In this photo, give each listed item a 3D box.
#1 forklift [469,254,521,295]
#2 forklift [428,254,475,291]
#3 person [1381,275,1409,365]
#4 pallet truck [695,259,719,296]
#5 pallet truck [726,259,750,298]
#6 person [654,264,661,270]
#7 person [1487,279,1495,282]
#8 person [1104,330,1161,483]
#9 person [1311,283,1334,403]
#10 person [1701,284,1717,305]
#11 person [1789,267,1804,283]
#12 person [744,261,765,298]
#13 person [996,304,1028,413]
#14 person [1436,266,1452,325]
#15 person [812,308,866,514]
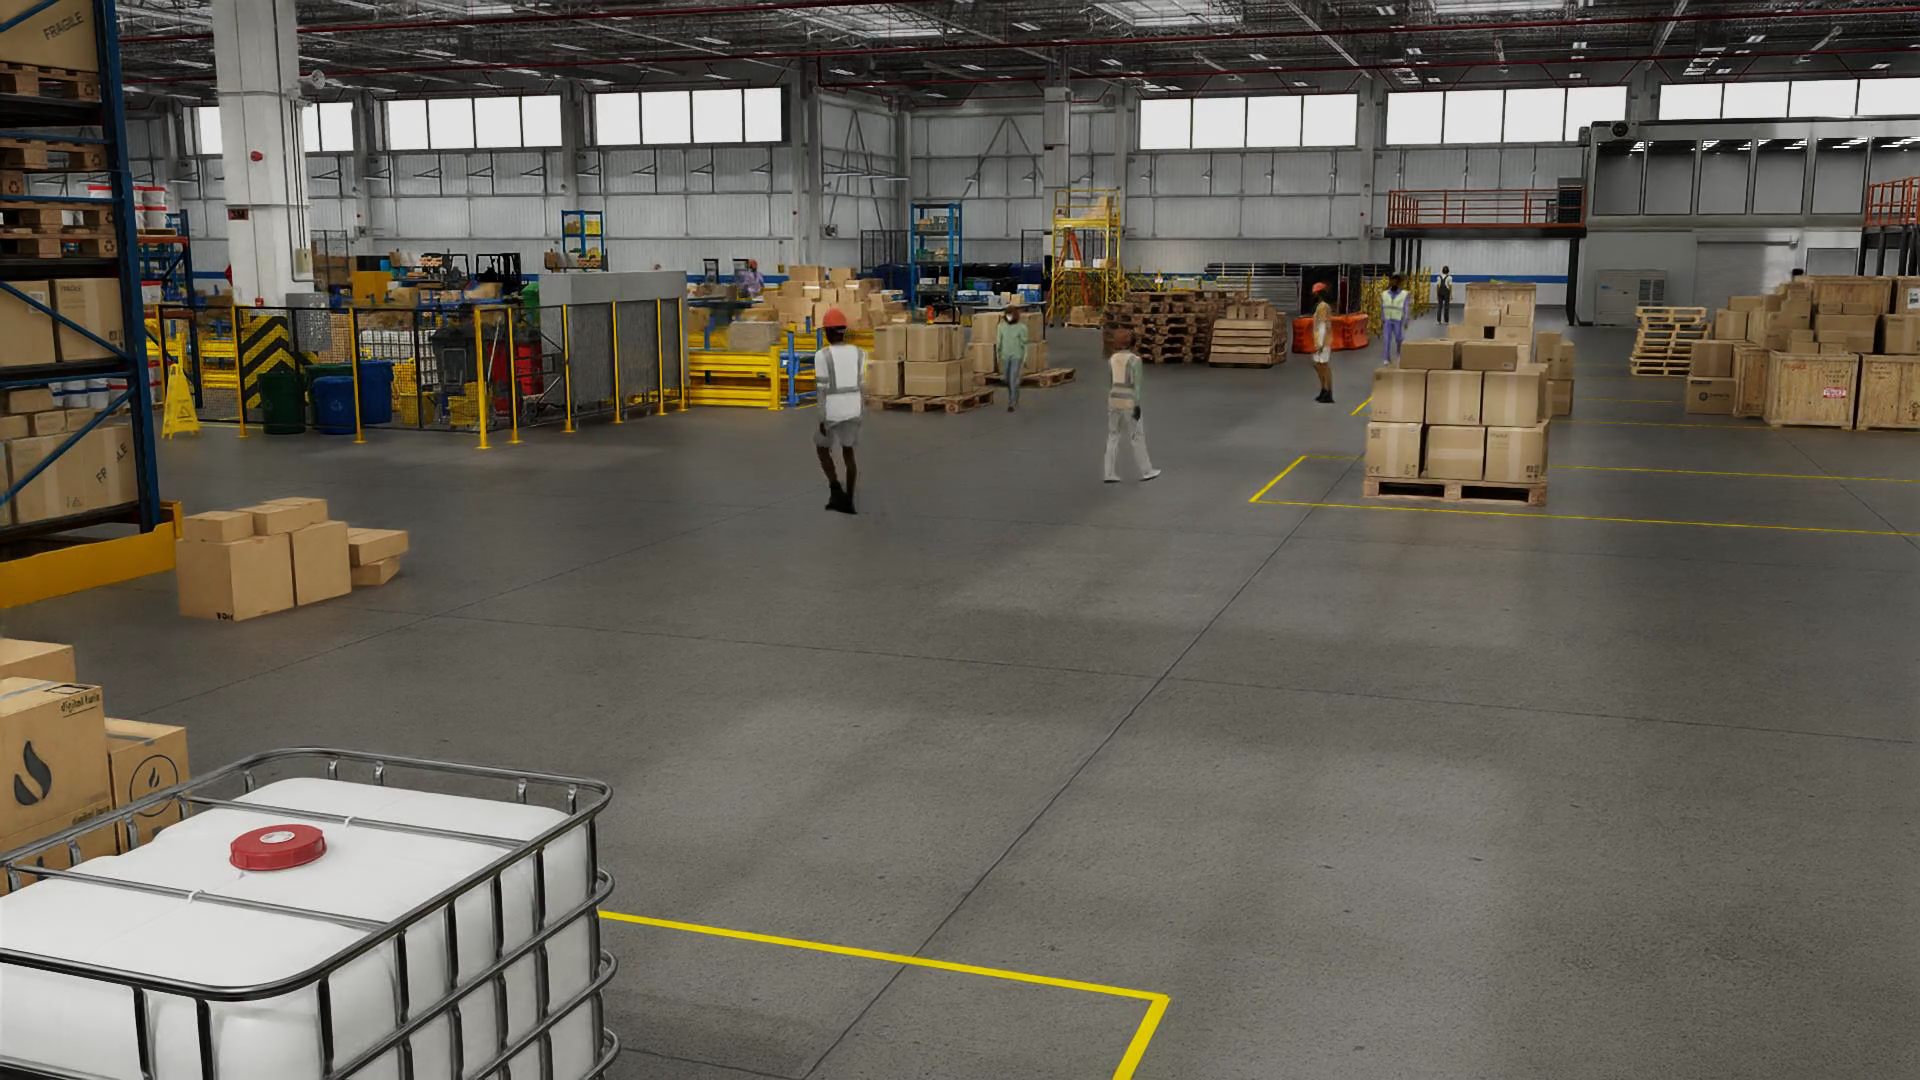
[{"bbox_3d":[-17.990,-10.121,64.684,1.157,1.987,2.680,3,11,17],"label":"forklift"},{"bbox_3d":[-20.133,-10.254,65.465,1.157,1.987,2.680,3,11,19],"label":"forklift"},{"bbox_3d":[9.154,-4.625,34.954,0.602,1.886,0.930,5,11,28],"label":"person"},{"bbox_3d":[-9.165,-9.627,62.776,0.823,1.965,1.885,4,11,23],"label":"pallet truck"},{"bbox_3d":[-7.986,-9.493,62.019,0.823,1.965,1.885,3,11,17],"label":"pallet truck"},{"bbox_3d":[-9.844,-7.993,53.927,0.794,1.884,0.648,7,12,33],"label":"person"},{"bbox_3d":[11.676,-4.876,36.722,0.542,1.734,0.728,7,12,36],"label":"person"},{"bbox_3d":[1.793,-1.412,17.579,0.705,1.602,0.541,-8,13,-39],"label":"person"},{"bbox_3d":[5.789,-3.129,26.505,0.452,1.892,0.628,3,10,15],"label":"person"},{"bbox_3d":[23.489,-7.691,52.146,0.639,1.898,0.395,0,10,-2],"label":"person"},{"bbox_3d":[20.053,-5.567,39.999,0.362,1.963,0.611,-1,10,-3],"label":"person"},{"bbox_3d":[-6.710,-8.125,54.361,0.607,1.984,1.069,-8,13,-38],"label":"person"},{"bbox_3d":[0.793,-2.731,24.972,0.515,1.619,0.456,5,11,25],"label":"person"},{"bbox_3d":[15.221,-7.681,52.244,0.514,1.844,0.333,8,13,38],"label":"person"},{"bbox_3d":[-1.129,-1.188,15.485,0.546,1.920,0.420,-6,12,-32],"label":"person"}]
